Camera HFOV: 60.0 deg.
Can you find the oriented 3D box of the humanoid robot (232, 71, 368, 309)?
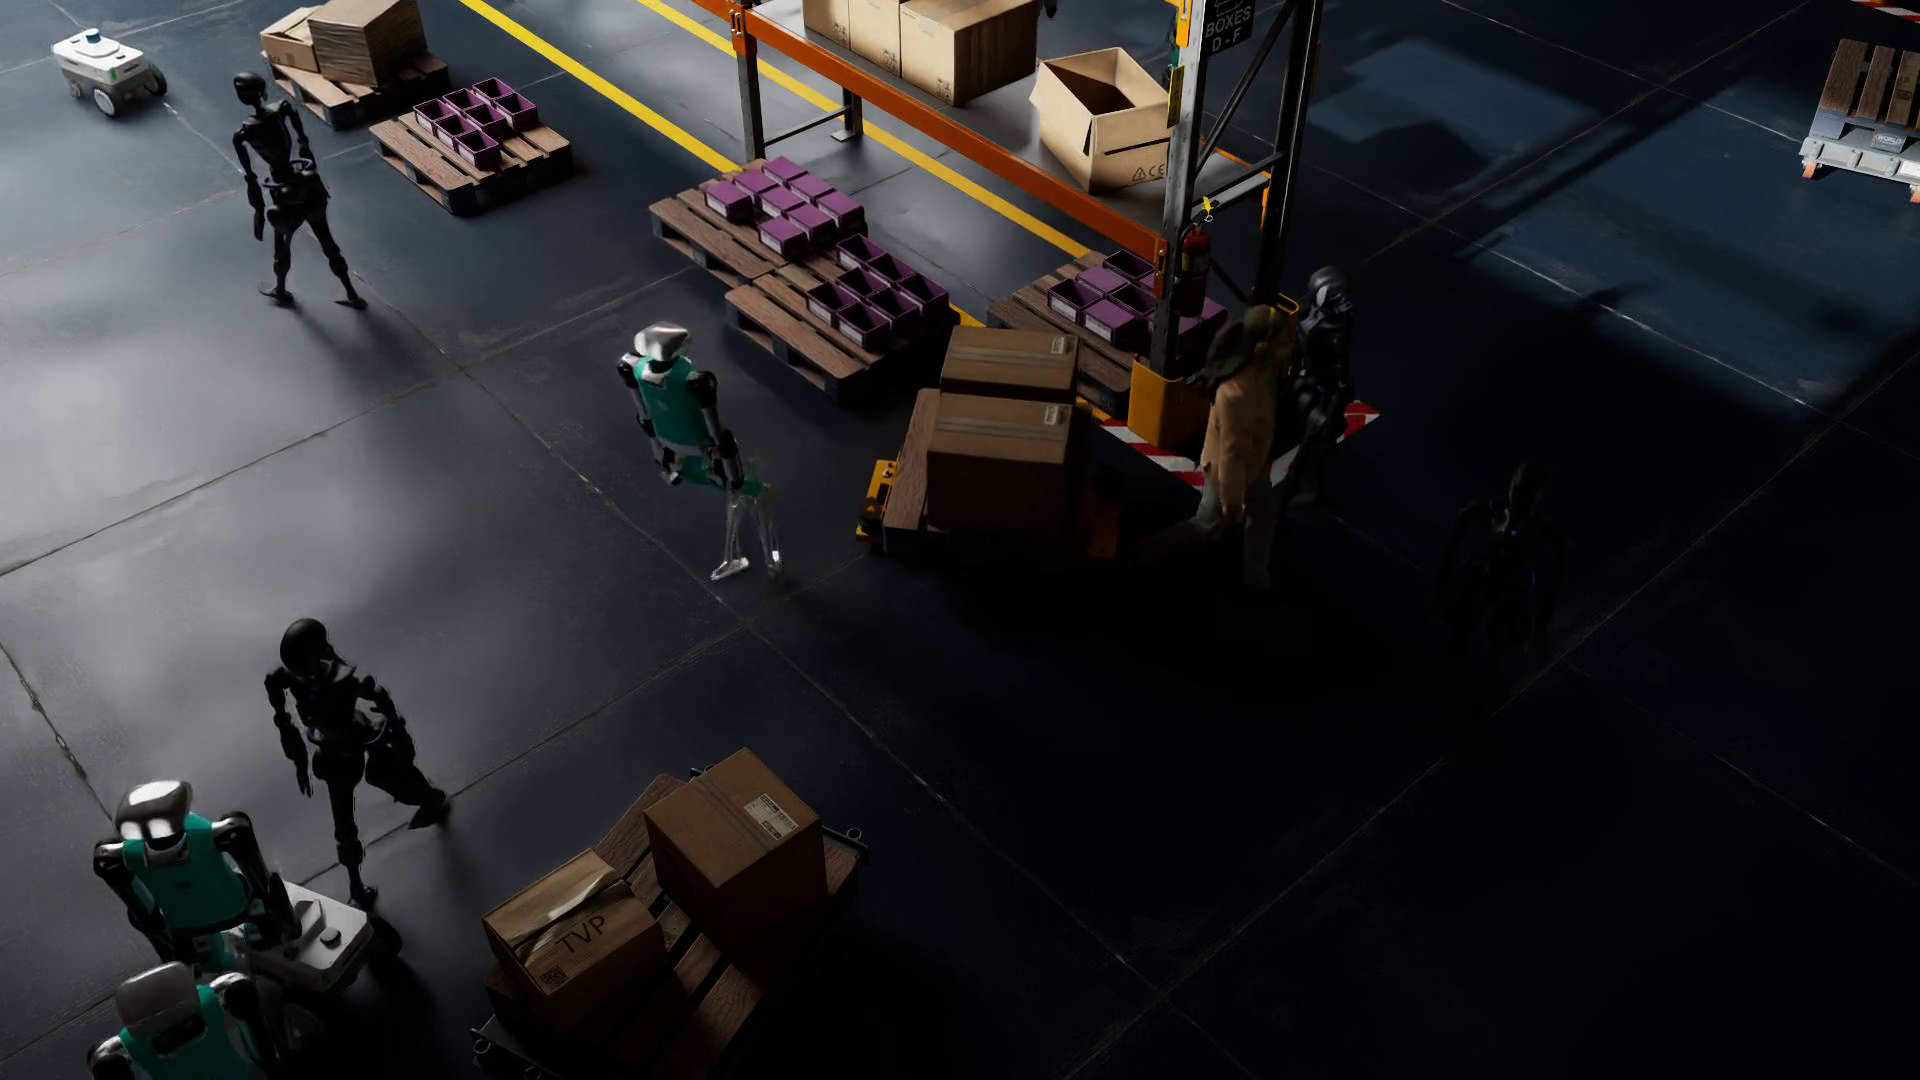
[{"bbox_3d":[-4.251,-2.189,10.455,0.717,1.626,0.591,16,45,17],"label":"humanoid robot"}]

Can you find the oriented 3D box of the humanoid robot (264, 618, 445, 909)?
[{"bbox_3d":[-2.565,0.900,7.125,0.601,1.634,0.793,4,43,5],"label":"humanoid robot"}]

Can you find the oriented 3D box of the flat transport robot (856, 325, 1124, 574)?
[{"bbox_3d":[0.179,-0.190,9.301,1.431,0.231,0.659,6,43,6],"label":"flat transport robot"}]

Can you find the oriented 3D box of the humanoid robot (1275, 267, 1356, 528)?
[{"bbox_3d":[1.881,-0.762,8.896,0.527,1.642,0.609,-10,44,-11],"label":"humanoid robot"}]

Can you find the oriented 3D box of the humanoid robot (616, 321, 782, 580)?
[{"bbox_3d":[-1.252,-0.466,8.532,0.588,1.802,0.817,17,45,18],"label":"humanoid robot"}]

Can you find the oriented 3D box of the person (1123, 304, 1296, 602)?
[{"bbox_3d":[1.324,-0.403,8.382,0.898,1.839,0.585,13,44,13],"label":"person"}]

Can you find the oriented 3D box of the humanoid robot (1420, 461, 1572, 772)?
[{"bbox_3d":[2.507,0.280,7.786,0.601,1.640,0.768,19,46,19],"label":"humanoid robot"}]

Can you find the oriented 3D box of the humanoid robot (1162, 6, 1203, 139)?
[{"bbox_3d":[1.691,-3.922,12.288,0.556,1.773,0.935,-15,45,-15],"label":"humanoid robot"}]

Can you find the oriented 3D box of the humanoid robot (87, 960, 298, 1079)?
[{"bbox_3d":[-2.381,2.178,5.663,0.543,1.743,0.991,-31,51,-29],"label":"humanoid robot"}]

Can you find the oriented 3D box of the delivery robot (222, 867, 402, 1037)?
[{"bbox_3d":[-2.808,1.703,7.046,0.791,0.614,0.499,16,45,17],"label":"delivery robot"}]

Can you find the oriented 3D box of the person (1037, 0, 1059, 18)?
[{"bbox_3d":[0.460,-3.965,12.223,0.644,1.874,0.836,-31,51,-29],"label":"person"}]

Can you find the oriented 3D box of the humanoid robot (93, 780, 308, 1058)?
[{"bbox_3d":[-2.830,1.433,6.486,0.539,1.848,0.695,-11,44,-11],"label":"humanoid robot"}]

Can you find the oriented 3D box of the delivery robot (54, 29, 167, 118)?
[{"bbox_3d":[-6.600,-3.650,12.841,0.764,0.578,0.499,22,47,22],"label":"delivery robot"}]
